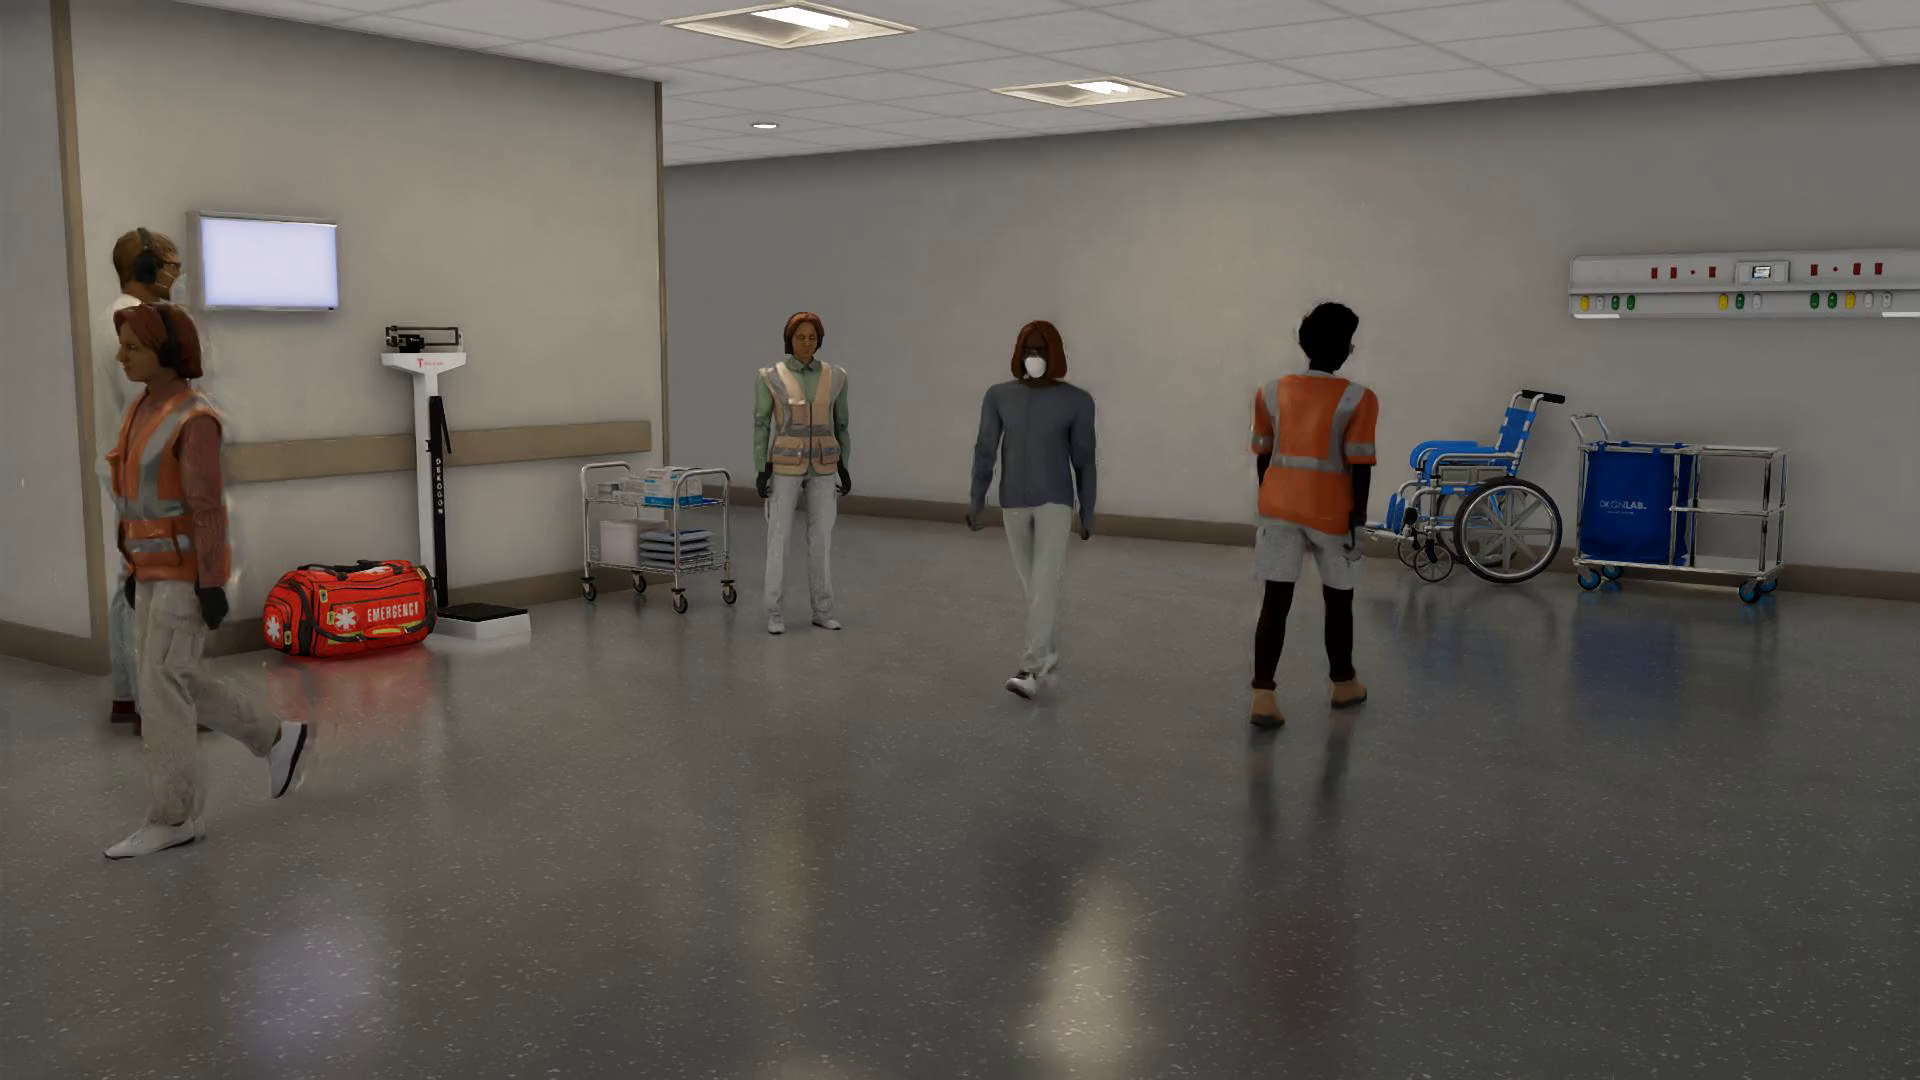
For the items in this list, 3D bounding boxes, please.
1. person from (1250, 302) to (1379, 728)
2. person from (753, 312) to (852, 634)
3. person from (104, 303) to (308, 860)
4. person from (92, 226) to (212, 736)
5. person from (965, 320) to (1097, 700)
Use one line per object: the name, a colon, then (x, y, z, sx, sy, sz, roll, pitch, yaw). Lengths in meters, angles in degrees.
person: (1.374, -0.101, 6.525, 0.542, 1.651, 0.859, 4, 8, 31)
person: (-0.803, -0.340, 8.496, 0.523, 1.636, 0.310, -3, 8, -23)
person: (-2.292, 0.102, 4.991, 0.588, 1.620, 0.523, -7, 10, -43)
person: (-3.113, -0.225, 6.389, 0.367, 1.937, 0.640, -4, 8, -31)
person: (0.311, -0.139, 7.096, 0.506, 1.580, 0.898, 3, 8, 23)
